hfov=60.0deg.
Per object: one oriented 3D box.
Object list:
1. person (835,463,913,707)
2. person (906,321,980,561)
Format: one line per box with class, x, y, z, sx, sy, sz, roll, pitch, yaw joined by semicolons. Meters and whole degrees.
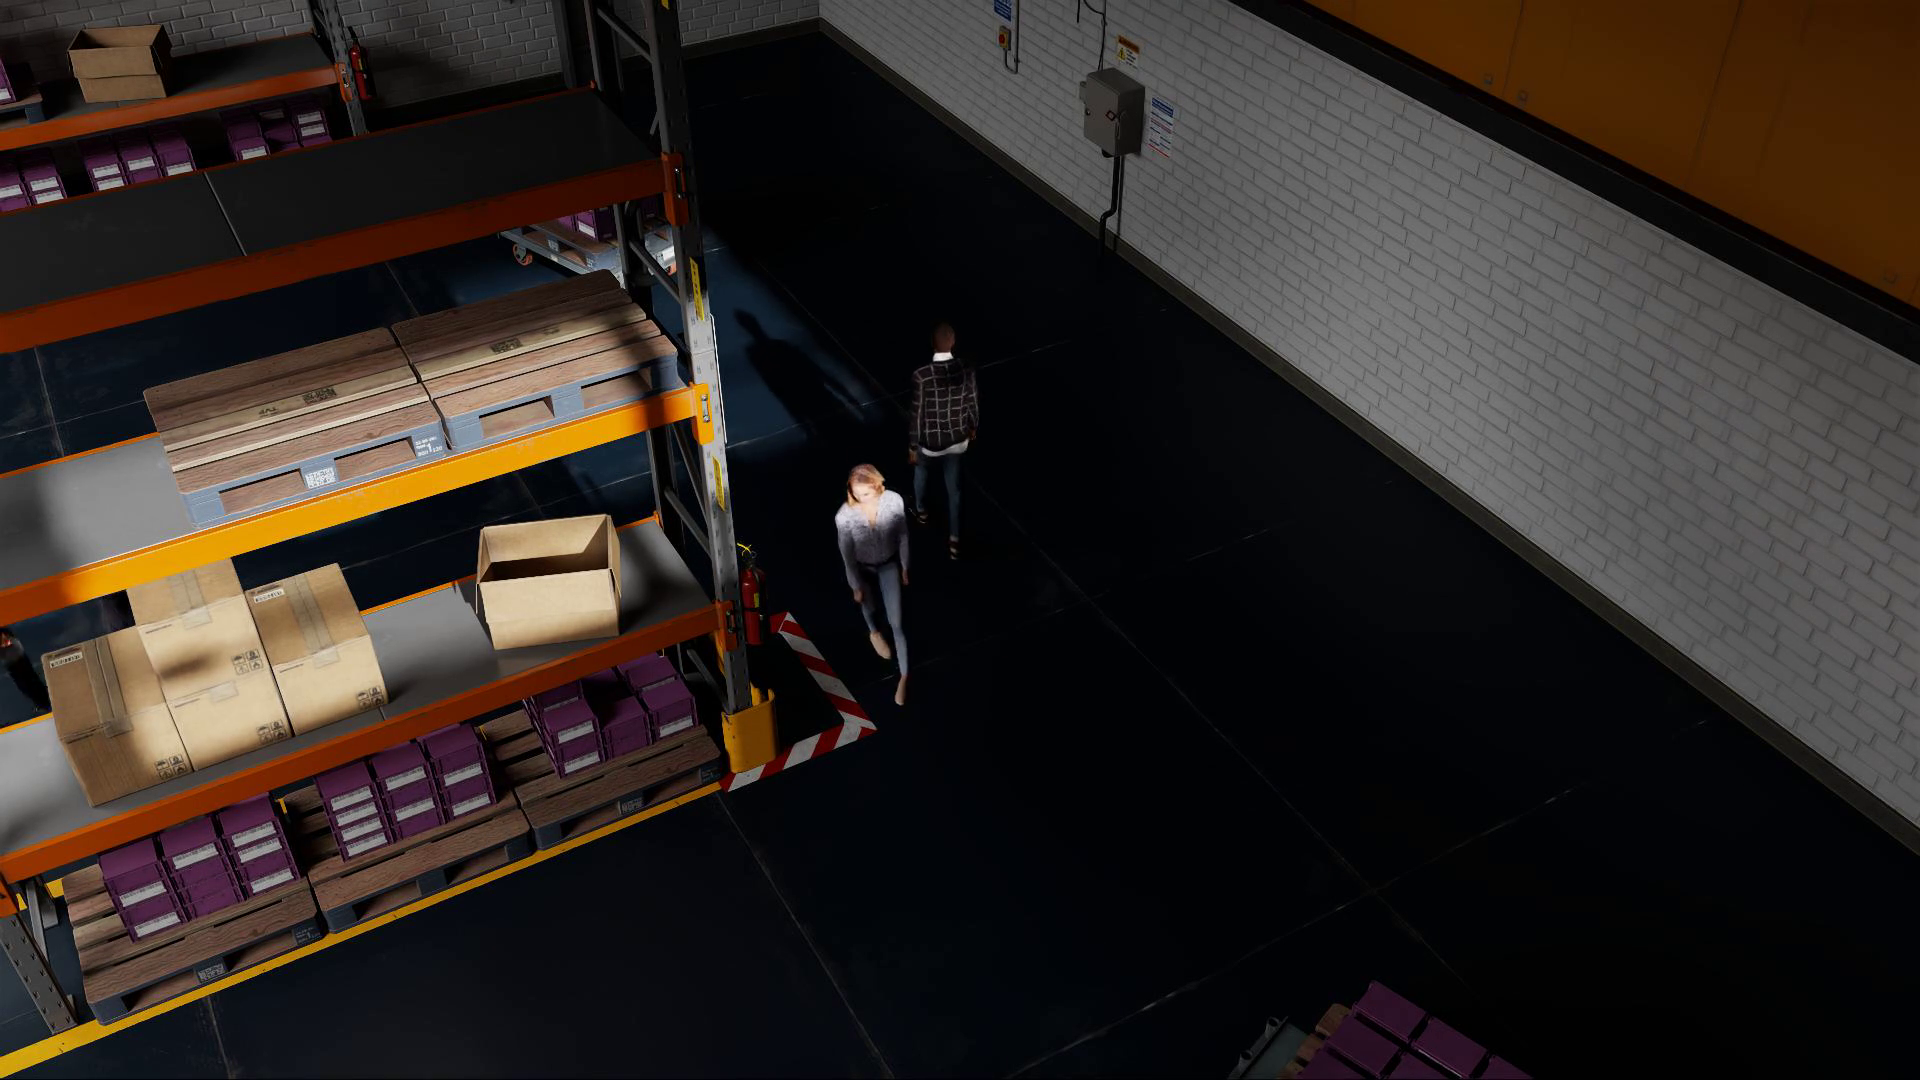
person;-0.572;0.148;10.600;1.044;1.744;0.891;-11;40;-14
person;-0.092;-0.638;11.546;0.992;1.792;0.909;-11;40;-14
